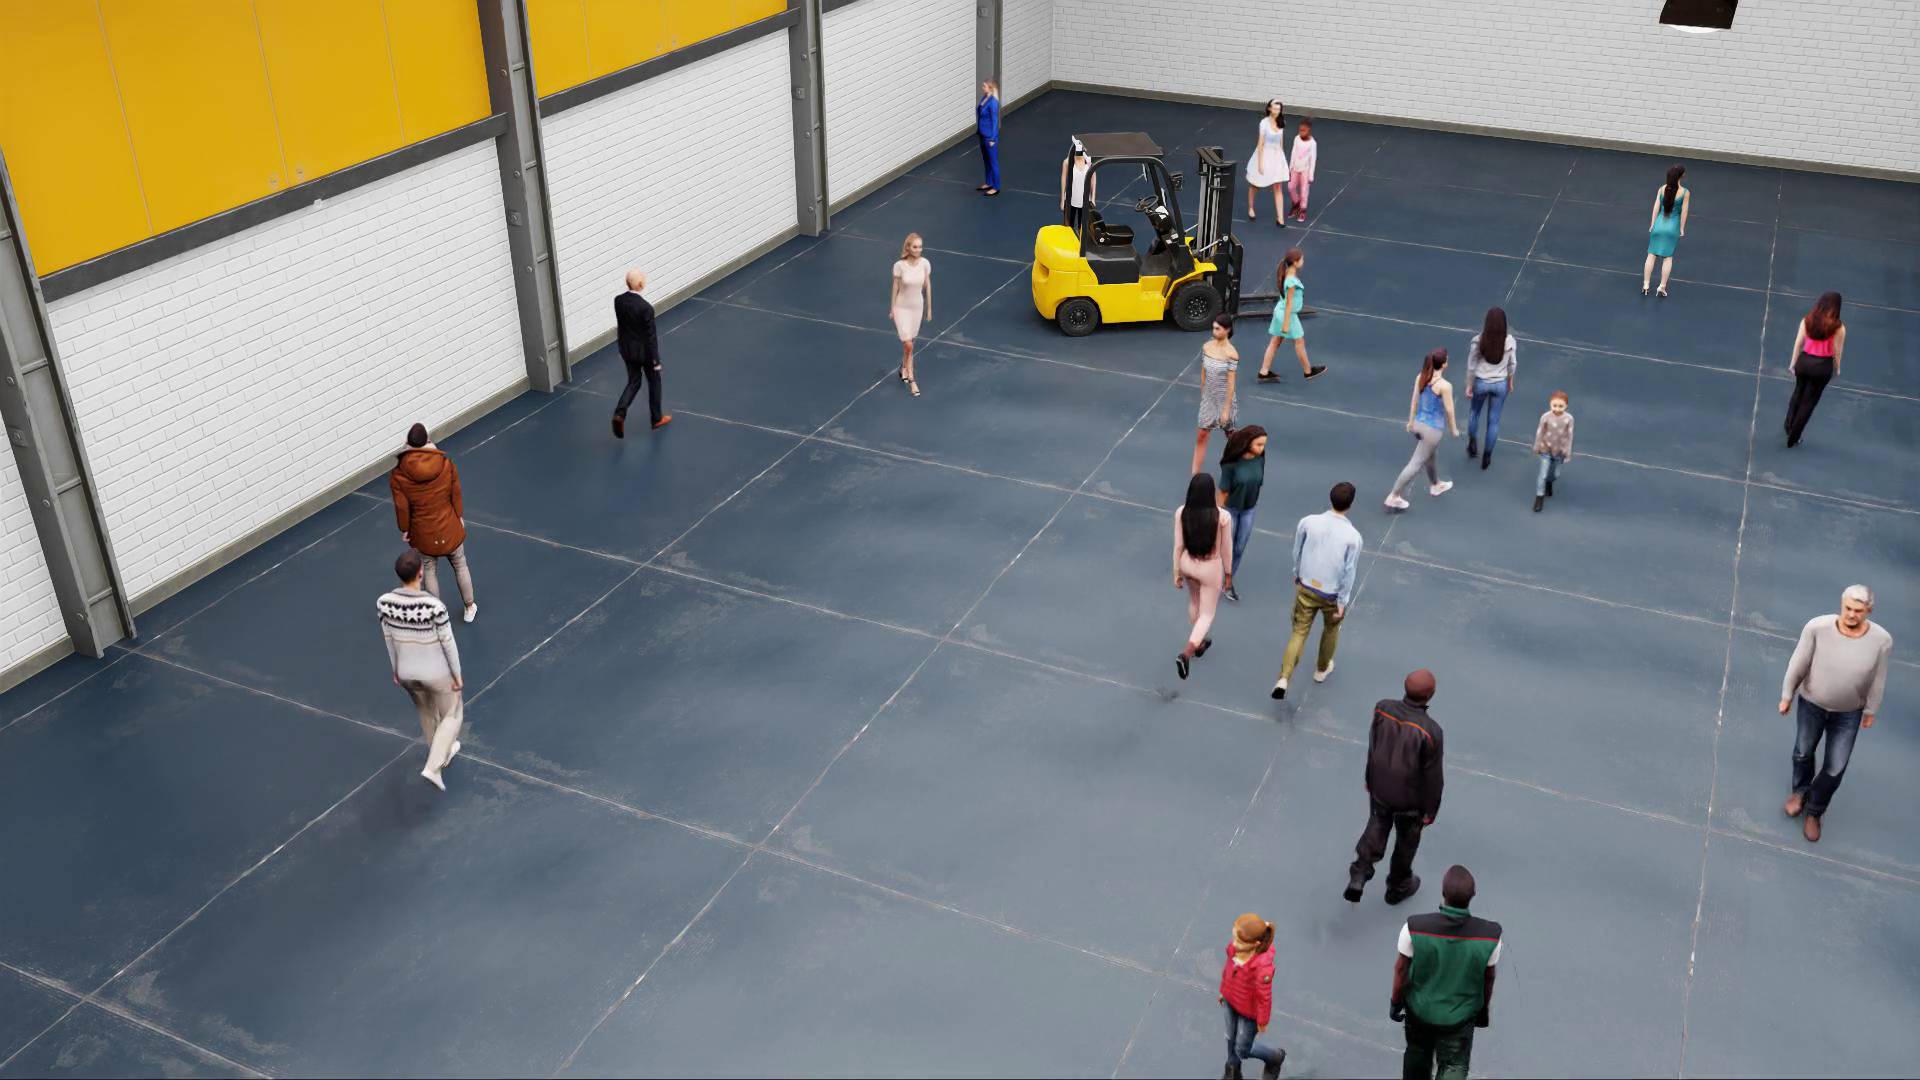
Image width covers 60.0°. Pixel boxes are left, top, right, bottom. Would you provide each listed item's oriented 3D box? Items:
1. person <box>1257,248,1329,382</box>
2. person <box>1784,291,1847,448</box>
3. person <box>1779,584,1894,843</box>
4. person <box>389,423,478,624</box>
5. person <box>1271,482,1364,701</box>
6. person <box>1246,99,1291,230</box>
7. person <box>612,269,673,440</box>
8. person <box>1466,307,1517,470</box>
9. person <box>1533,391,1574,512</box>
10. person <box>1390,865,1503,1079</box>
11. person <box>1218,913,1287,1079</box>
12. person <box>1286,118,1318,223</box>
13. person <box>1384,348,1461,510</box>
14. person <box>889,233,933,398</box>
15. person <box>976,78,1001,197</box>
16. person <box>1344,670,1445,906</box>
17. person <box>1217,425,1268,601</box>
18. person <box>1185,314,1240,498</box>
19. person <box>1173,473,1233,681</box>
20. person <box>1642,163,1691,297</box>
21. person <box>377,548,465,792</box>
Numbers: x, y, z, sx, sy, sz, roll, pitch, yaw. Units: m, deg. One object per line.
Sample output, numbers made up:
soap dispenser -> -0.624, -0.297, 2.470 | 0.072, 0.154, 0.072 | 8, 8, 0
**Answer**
person -> 3.527, -2.447, 18.322 | 0.951, 1.524, 1.010 | -3, 29, -5
person -> 8.599, -1.697, 16.824 | 0.793, 1.643, 0.727 | -20, 34, -32
person -> 6.005, 1.091, 11.457 | 0.798, 1.887, 0.848 | 17, 33, 28
person -> -4.330, -0.111, 13.713 | 0.837, 1.838, 0.907 | -12, 31, -21
person -> 2.743, 0.430, 12.781 | 0.762, 1.781, 1.152 | 13, 31, 22
person -> 4.244, -5.265, 23.242 | 1.169, 1.760, 1.225 | -10, 30, -18
person -> -3.336, -1.890, 17.036 | 0.720, 1.779, 1.047 | 15, 32, 26
person -> 5.238, -1.474, 16.460 | 0.741, 1.601, 0.796 | 8, 30, 14
person -> 5.629, -0.872, 15.789 | 0.553, 1.187, 0.704 | 8, 30, 14
person -> 2.576, 2.541, 8.870 | 0.801, 1.819, 1.100 | 7, 29, 12
person -> 1.653, 2.588, 9.323 | 0.790, 1.304, 0.718 | -12, 31, -21
person -> 4.872, -5.274, 23.589 | 0.649, 1.445, 0.612 | 22, 36, 35
person -> 4.334, -1.004, 15.629 | 1.122, 1.571, 1.006 | -13, 31, -22
person -> -0.584, -2.505, 18.157 | 0.942, 1.785, 0.995 | -10, 30, -18
person -> 0.442, -5.971, 24.600 | 0.757, 1.700, 0.703 | -11, 30, -19
person -> 2.751, 1.617, 10.579 | 0.880, 1.806, 1.009 | 25, 37, 37
person -> 2.344, -0.284, 14.281 | 0.841, 1.599, 0.899 | -8, 30, -15
person -> 2.554, -1.305, 15.963 | 0.822, 1.780, 1.135 | 24, 37, 36
person -> 1.868, 0.311, 13.088 | 0.636, 1.696, 1.057 | 15, 32, 26
person -> 8.814, -3.873, 20.769 | 0.587, 1.686, 0.517 | 17, 33, 29
person -> -3.820, 0.956, 11.760 | 0.839, 1.835, 1.053 | 5, 29, 9
